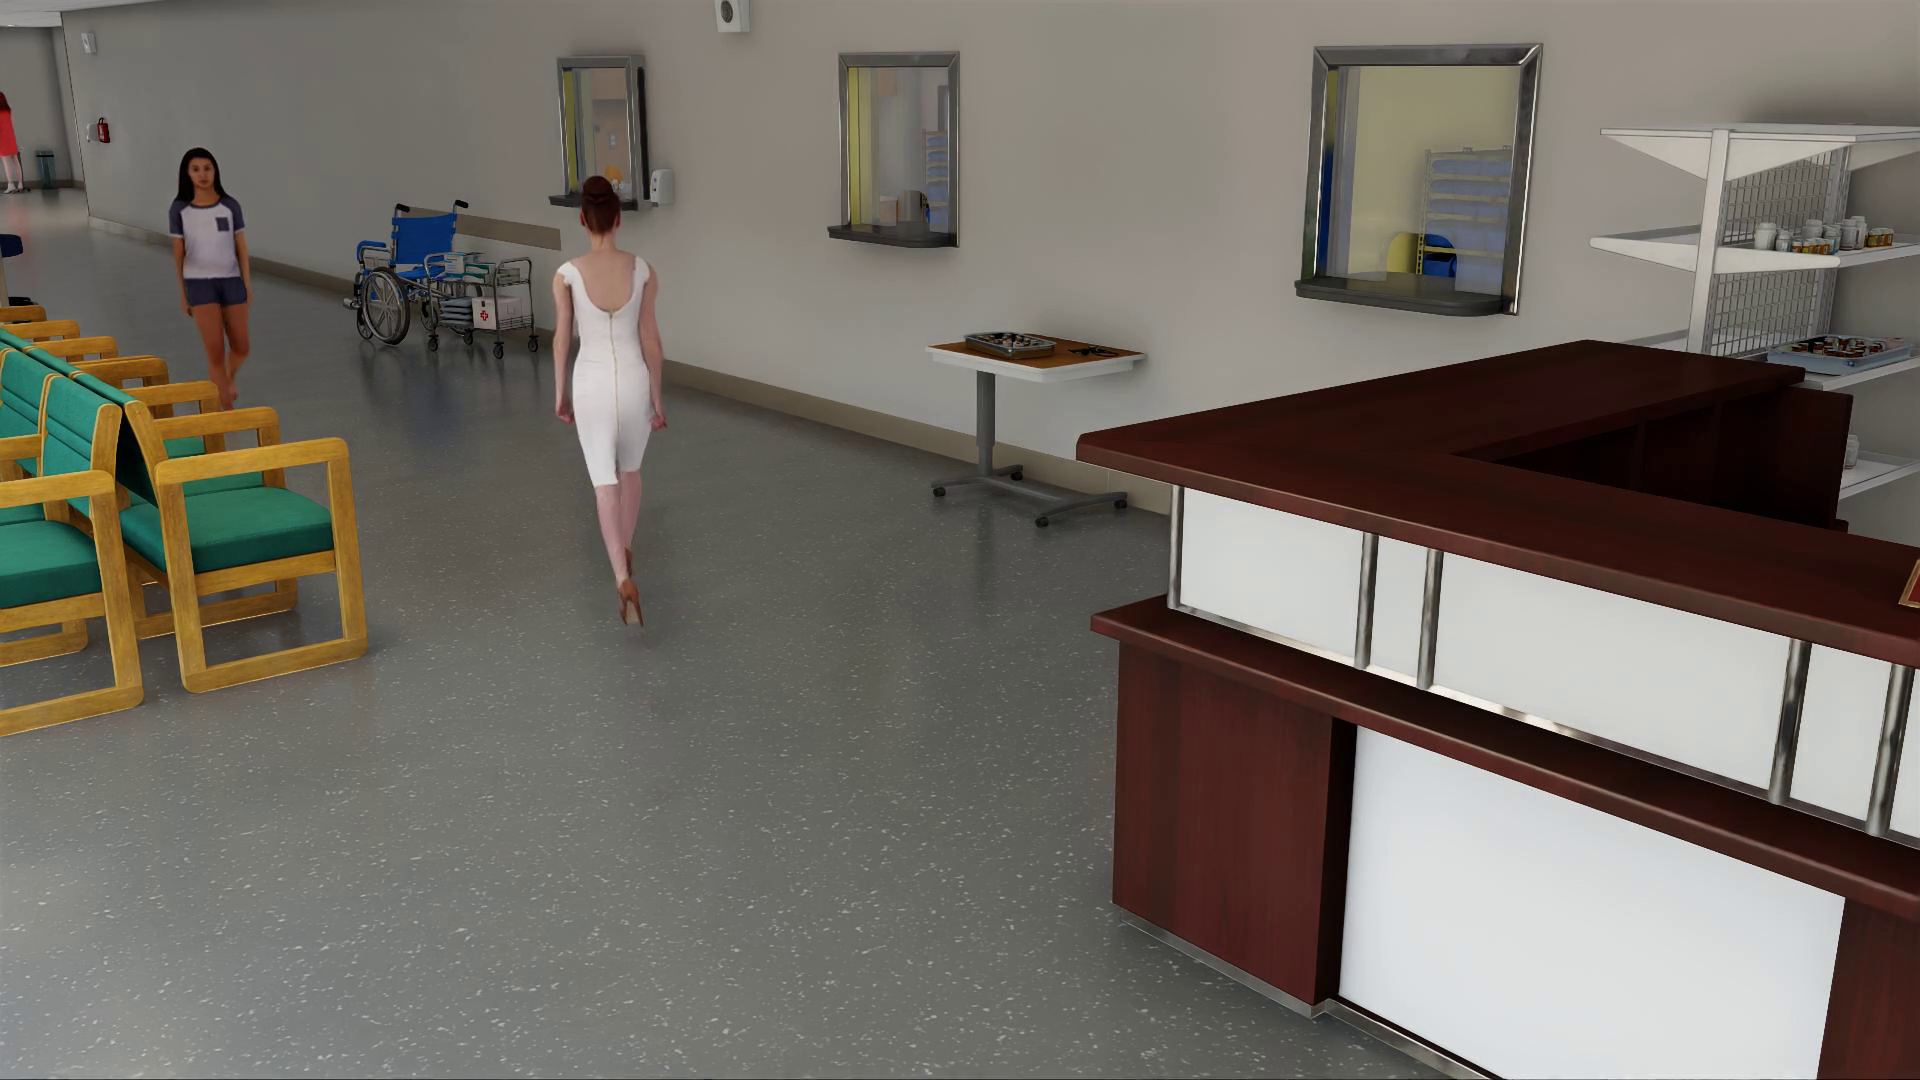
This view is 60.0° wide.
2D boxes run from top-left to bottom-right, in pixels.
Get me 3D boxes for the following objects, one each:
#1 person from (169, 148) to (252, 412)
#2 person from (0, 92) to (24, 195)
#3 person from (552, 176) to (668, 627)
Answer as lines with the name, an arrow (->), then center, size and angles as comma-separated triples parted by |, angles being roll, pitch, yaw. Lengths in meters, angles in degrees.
person -> -4.672, -1.565, 10.408 | 0.859, 1.718, 0.714 | -10, 18, -31
person -> -17.543, -7.315, 30.603 | 0.732, 1.827, 0.635 | 4, 16, 14
person -> -1.375, -0.493, 6.553 | 1.081, 1.748, 0.942 | -4, 16, -14
